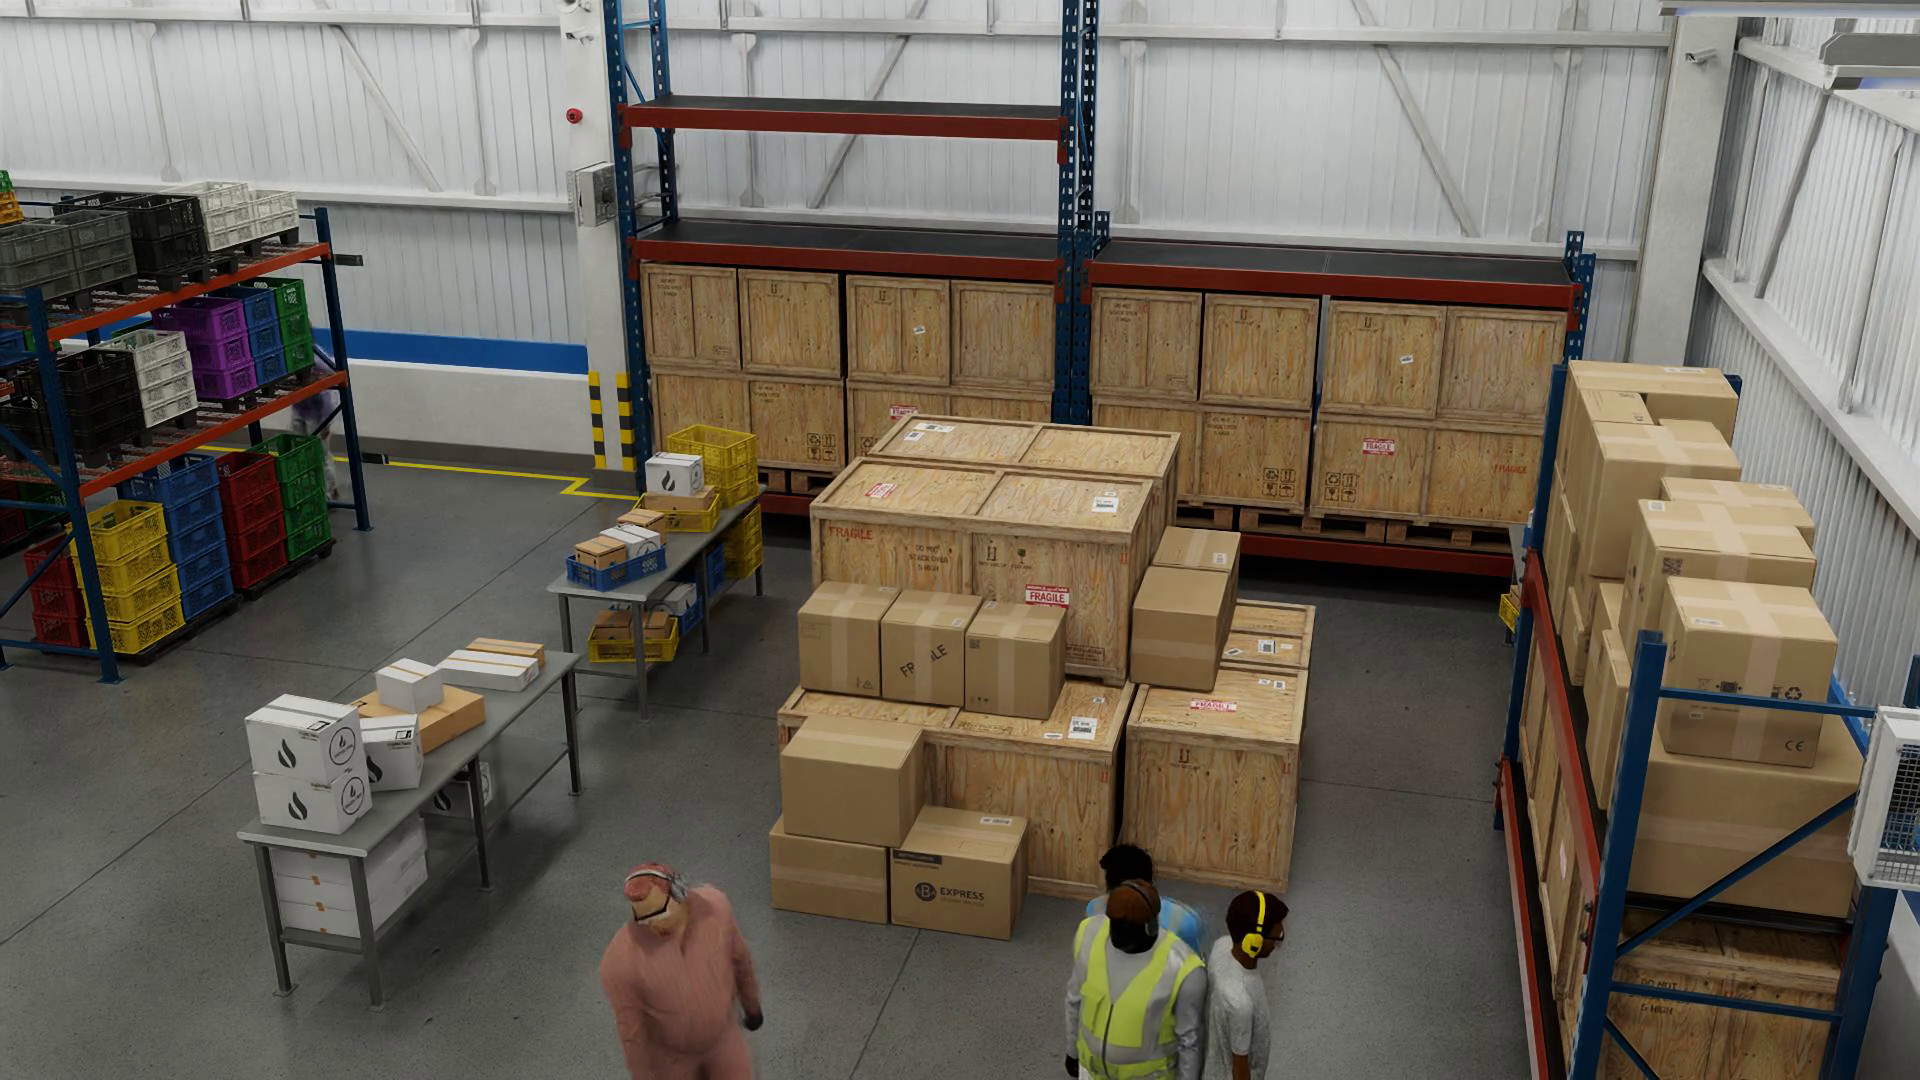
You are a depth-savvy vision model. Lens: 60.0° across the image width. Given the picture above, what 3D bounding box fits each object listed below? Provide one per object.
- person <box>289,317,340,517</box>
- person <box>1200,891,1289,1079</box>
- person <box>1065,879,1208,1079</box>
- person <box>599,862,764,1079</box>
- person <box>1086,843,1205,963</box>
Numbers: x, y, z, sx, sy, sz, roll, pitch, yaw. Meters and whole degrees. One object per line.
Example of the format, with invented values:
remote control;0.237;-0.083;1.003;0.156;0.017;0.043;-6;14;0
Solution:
person;-6.158;-1.165;15.755;0.631;1.933;0.401;16;26;35
person;1.150;2.268;6.867;0.329;1.861;0.512;-1;21;-2
person;0.715;2.226;7.015;0.643;1.834;0.430;15;25;34
person;-1.161;2.160;7.155;0.745;1.865;0.439;-14;25;-33
person;0.837;2.103;7.566;0.590;1.661;0.394;9;23;23
